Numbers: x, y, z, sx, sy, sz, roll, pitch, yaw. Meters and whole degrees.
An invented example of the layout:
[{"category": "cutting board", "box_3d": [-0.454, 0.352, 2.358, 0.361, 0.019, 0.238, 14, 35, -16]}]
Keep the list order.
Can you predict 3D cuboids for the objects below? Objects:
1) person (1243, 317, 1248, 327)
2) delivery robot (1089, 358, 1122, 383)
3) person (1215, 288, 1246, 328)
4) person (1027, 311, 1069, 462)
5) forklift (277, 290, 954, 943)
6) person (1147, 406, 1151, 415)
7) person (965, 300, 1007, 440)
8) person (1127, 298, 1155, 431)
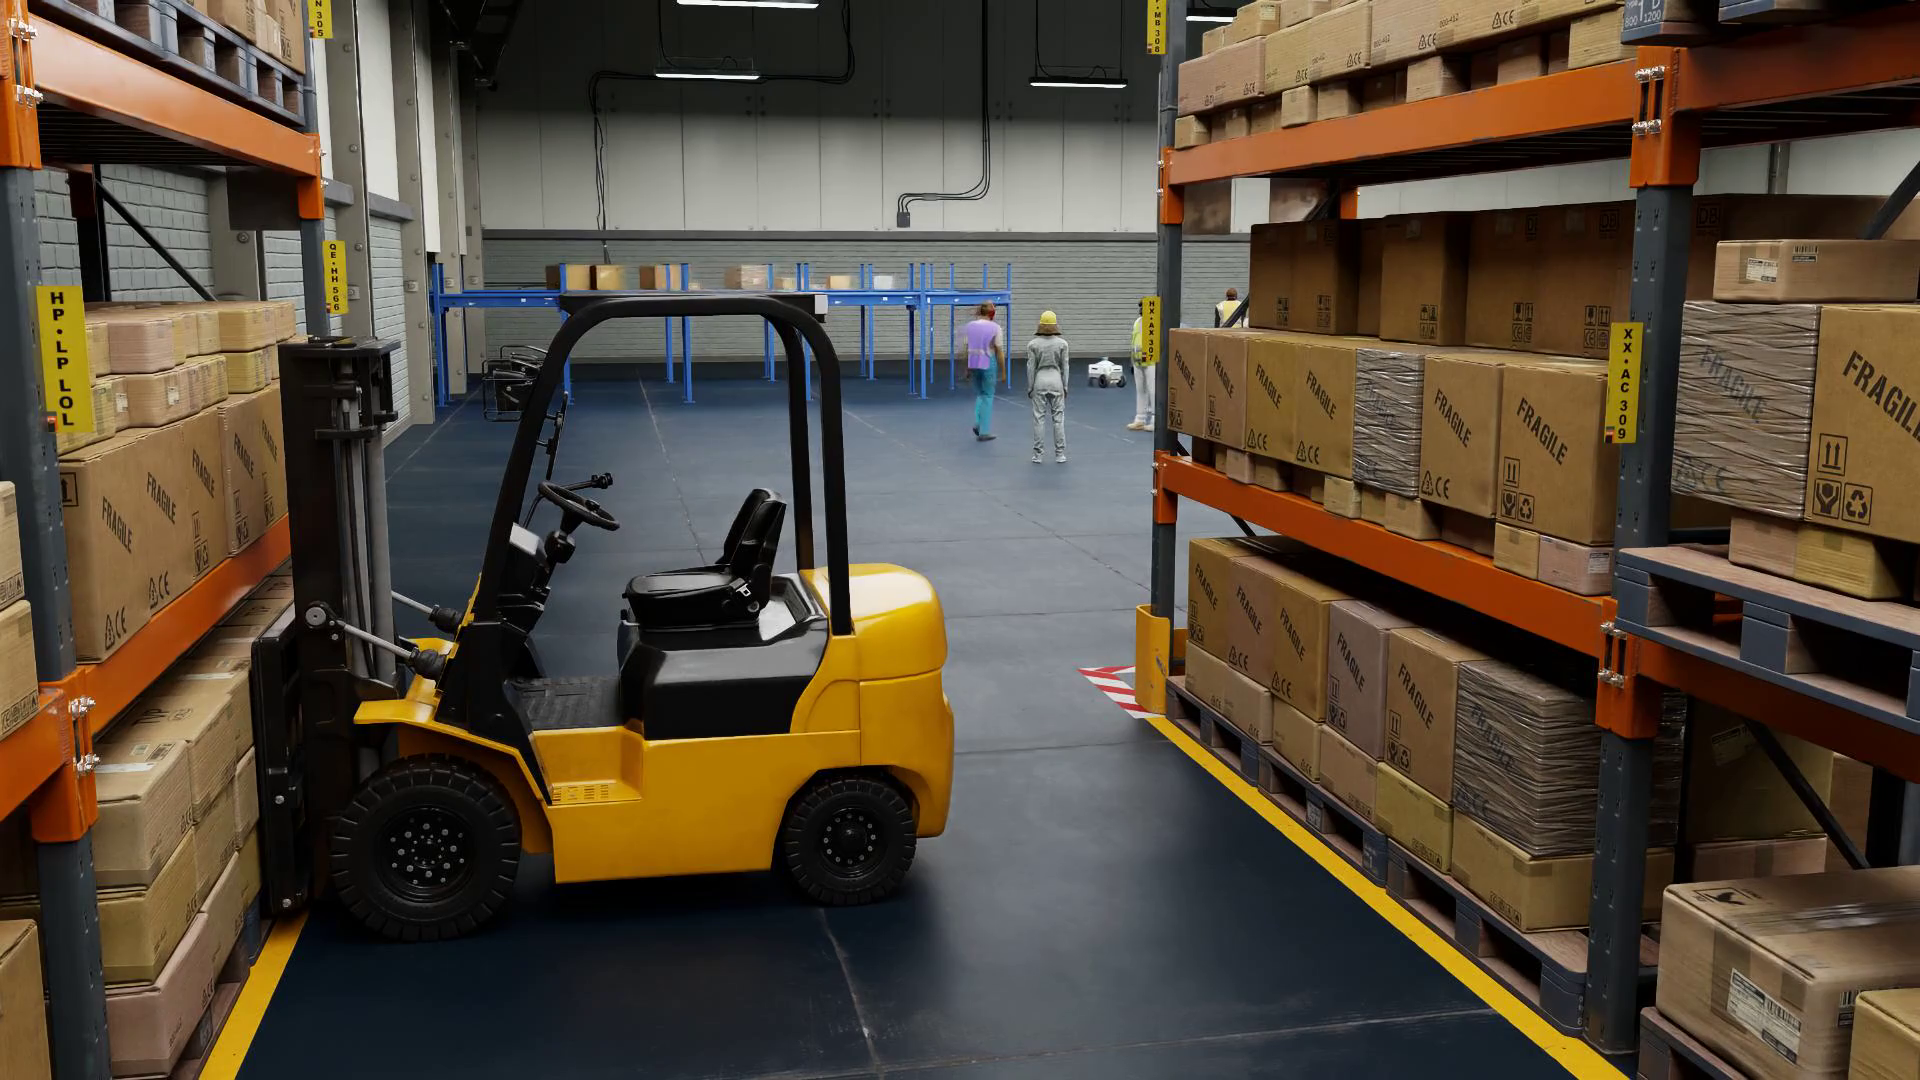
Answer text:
[{"category": "person", "box_3d": [4.132, -2.452, 22.969, 0.672, 1.897, 0.620, -5, 11, -28]}, {"category": "delivery robot", "box_3d": [2.751, -3.206, 31.451, 0.477, 0.478, 0.707, -6, 11, -32]}, {"category": "person", "box_3d": [5.347, -4.053, 32.859, 0.624, 1.844, 0.430, 3, 10, 16]}, {"category": "person", "box_3d": [1.018, -1.772, 19.253, 0.484, 1.744, 0.295, 0, 9, 2]}, {"category": "forklift", "box_3d": [-1.179, 0.175, 6.143, 2.313, 2.155, 1.214, -2, 10, -12]}, {"category": "person", "box_3d": [3.052, -2.717, 25.289, 0.878, 1.640, 0.548, -7, 11, -35]}, {"category": "person", "box_3d": [0.336, -2.224, 21.749, 0.593, 1.825, 0.470, 7, 12, 38]}, {"category": "person", "box_3d": [2.582, -2.438, 23.013, 0.429, 1.841, 0.633, -6, 11, -34]}]
